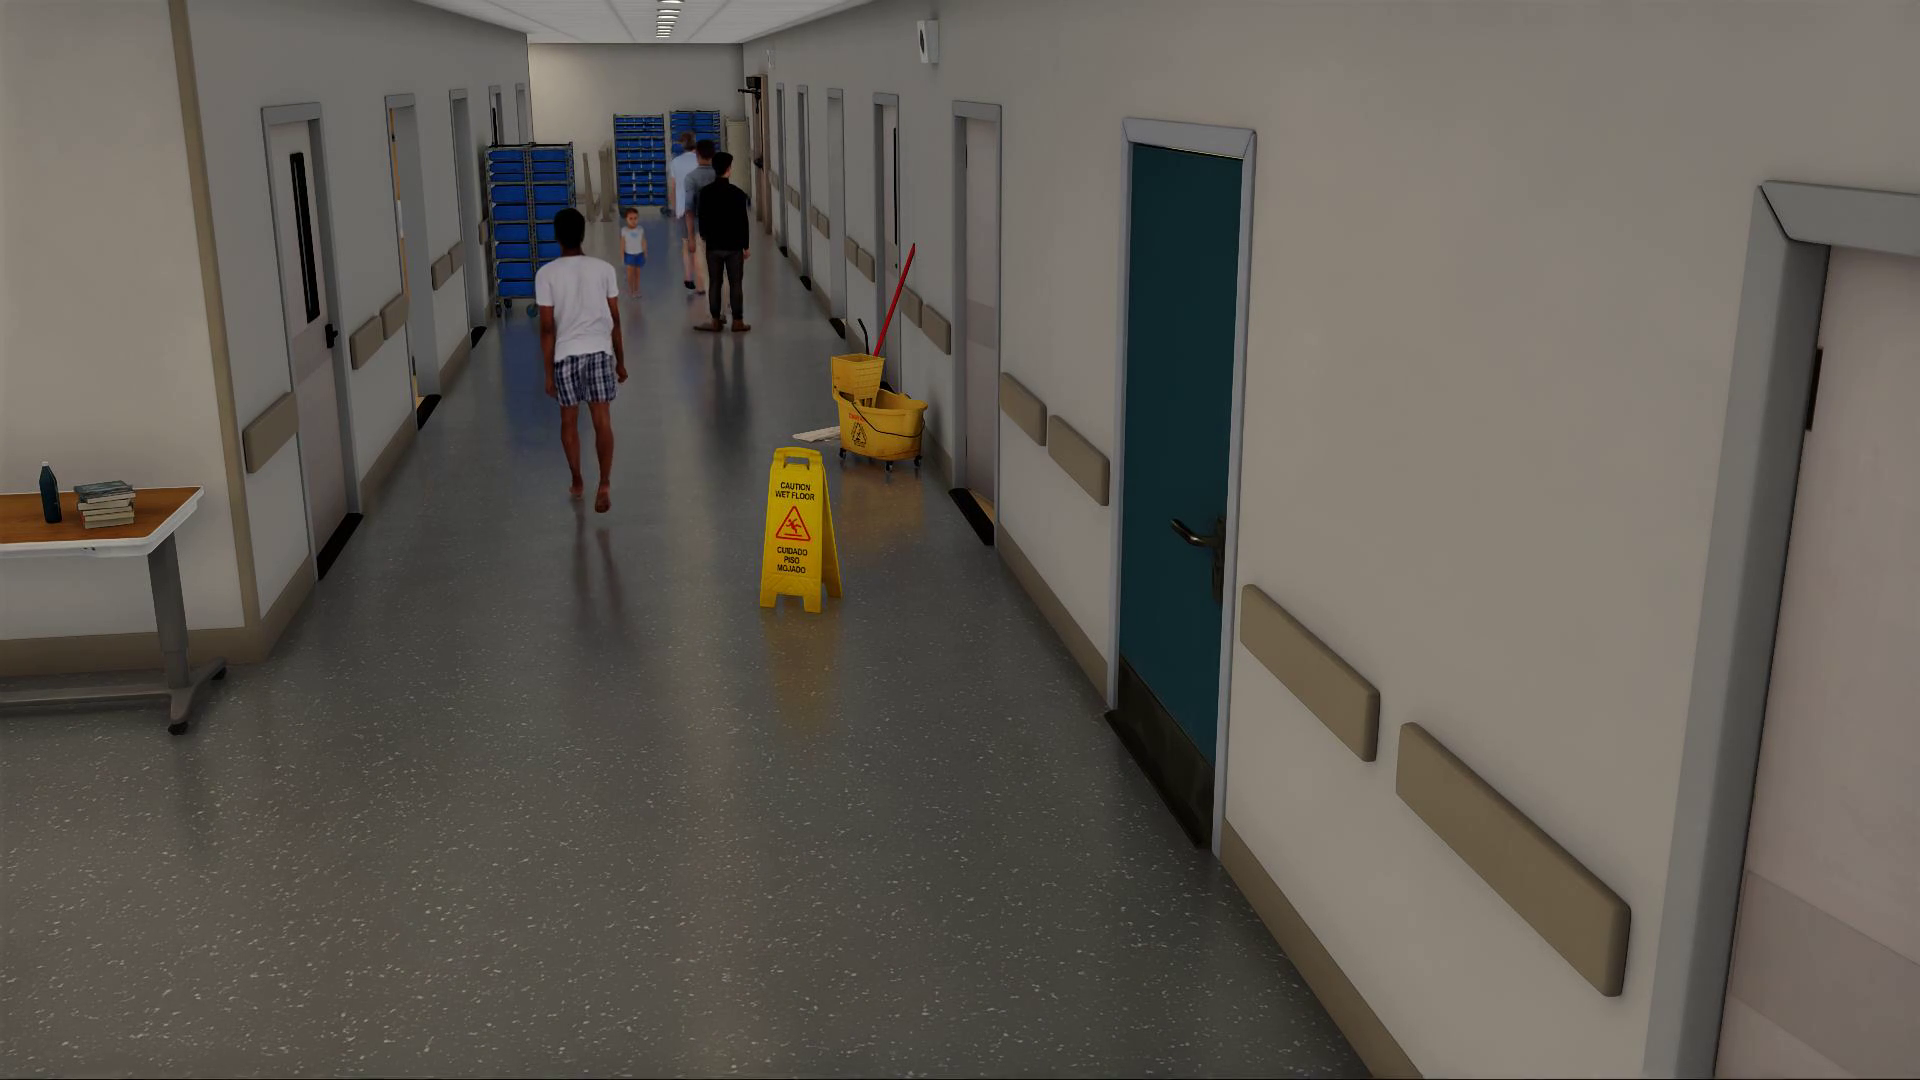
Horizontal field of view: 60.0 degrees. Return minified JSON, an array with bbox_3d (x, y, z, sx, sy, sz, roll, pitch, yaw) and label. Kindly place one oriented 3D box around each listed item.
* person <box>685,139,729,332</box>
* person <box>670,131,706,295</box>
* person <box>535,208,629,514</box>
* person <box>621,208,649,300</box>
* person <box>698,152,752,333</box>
[{"bbox_3d":[-2.437,-2.985,16.298,0.842,1.832,0.794,13,20,38],"label":"person"},{"bbox_3d":[-3.085,-3.705,18.881,0.804,1.817,0.778,4,16,13],"label":"person"},{"bbox_3d":[-2.132,-0.987,9.453,0.737,1.700,1.142,-5,16,-16],"label":"person"},{"bbox_3d":[-3.659,-3.210,18.613,0.479,1.008,0.569,-7,17,-25],"label":"person"},{"bbox_3d":[-2.294,-2.893,16.174,0.715,1.722,0.661,3,16,11],"label":"person"}]
